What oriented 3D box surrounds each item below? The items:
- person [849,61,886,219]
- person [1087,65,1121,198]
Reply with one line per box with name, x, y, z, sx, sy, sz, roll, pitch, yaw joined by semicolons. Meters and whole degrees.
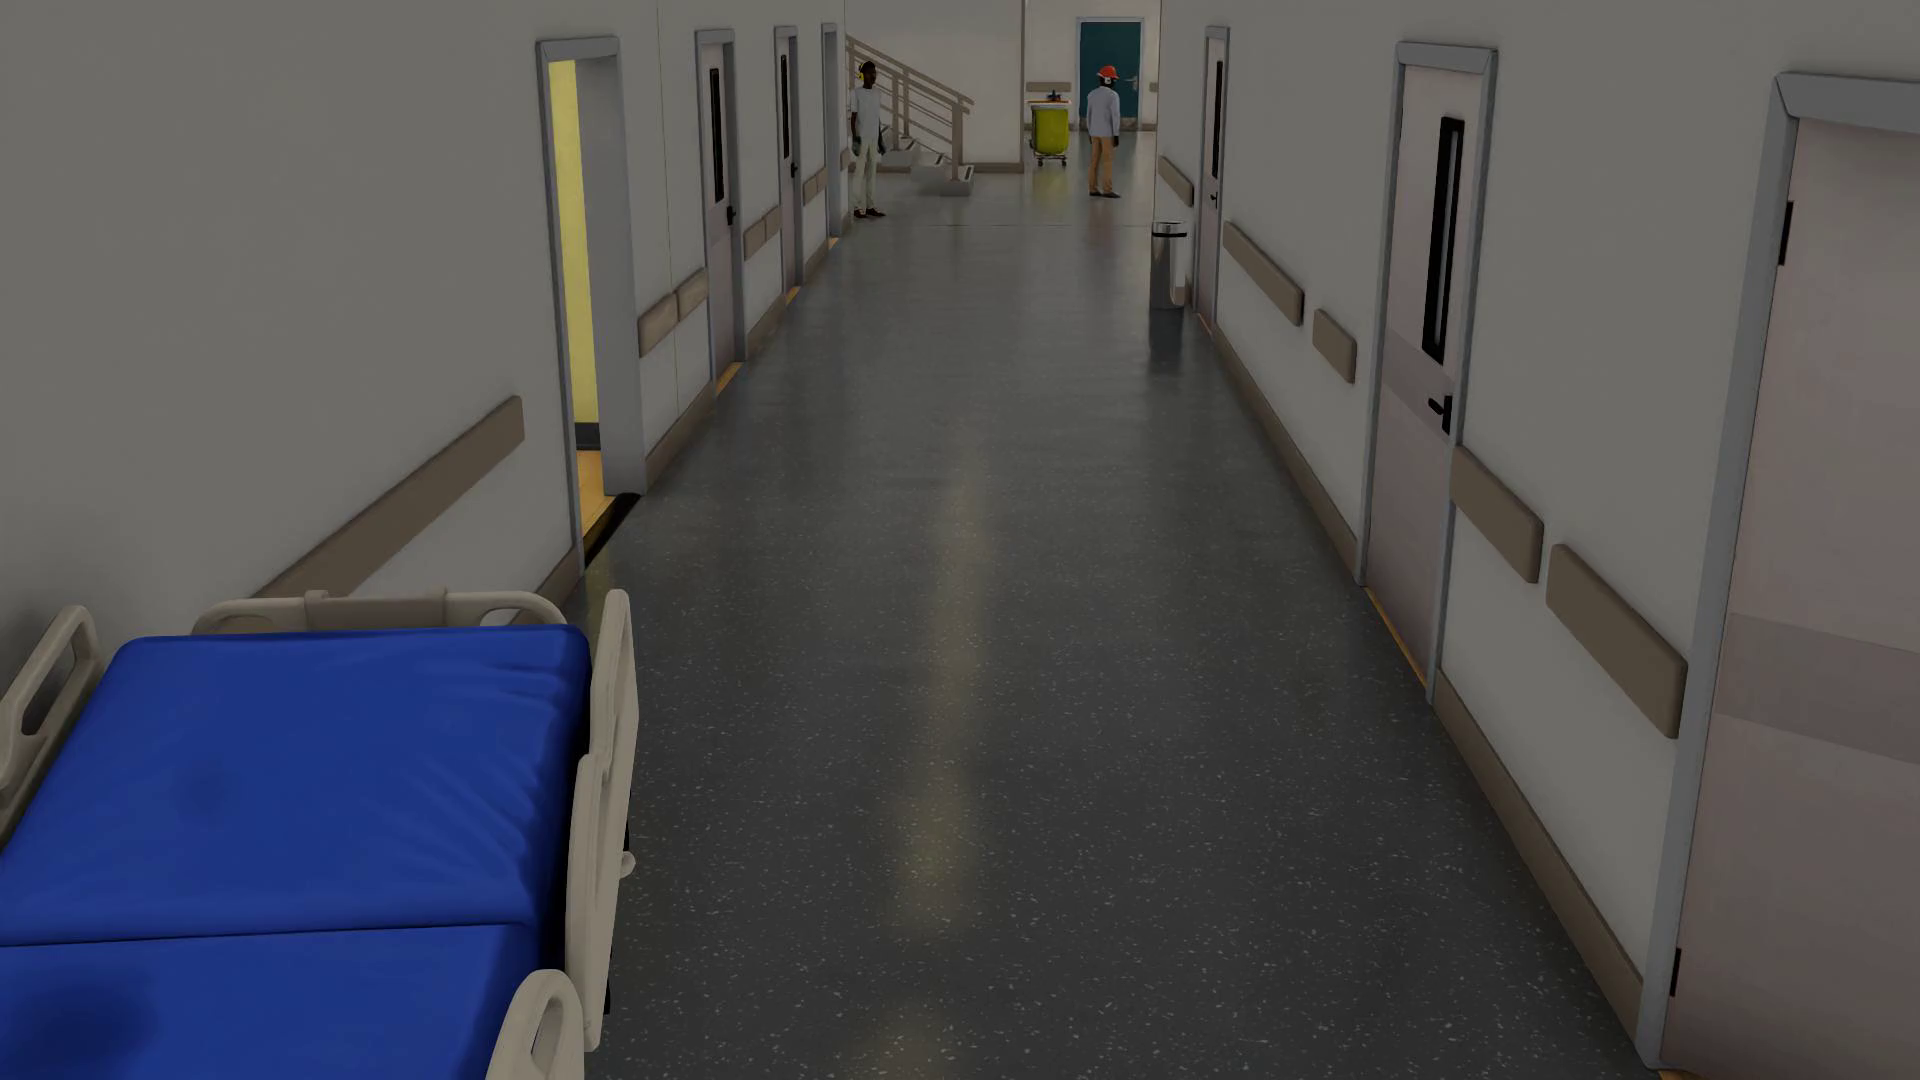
person;-1.121;-4.875;20.291;0.329;1.874;0.518;17;24;42
person;1.960;-5.510;22.484;0.344;1.745;0.564;-14;23;-38
